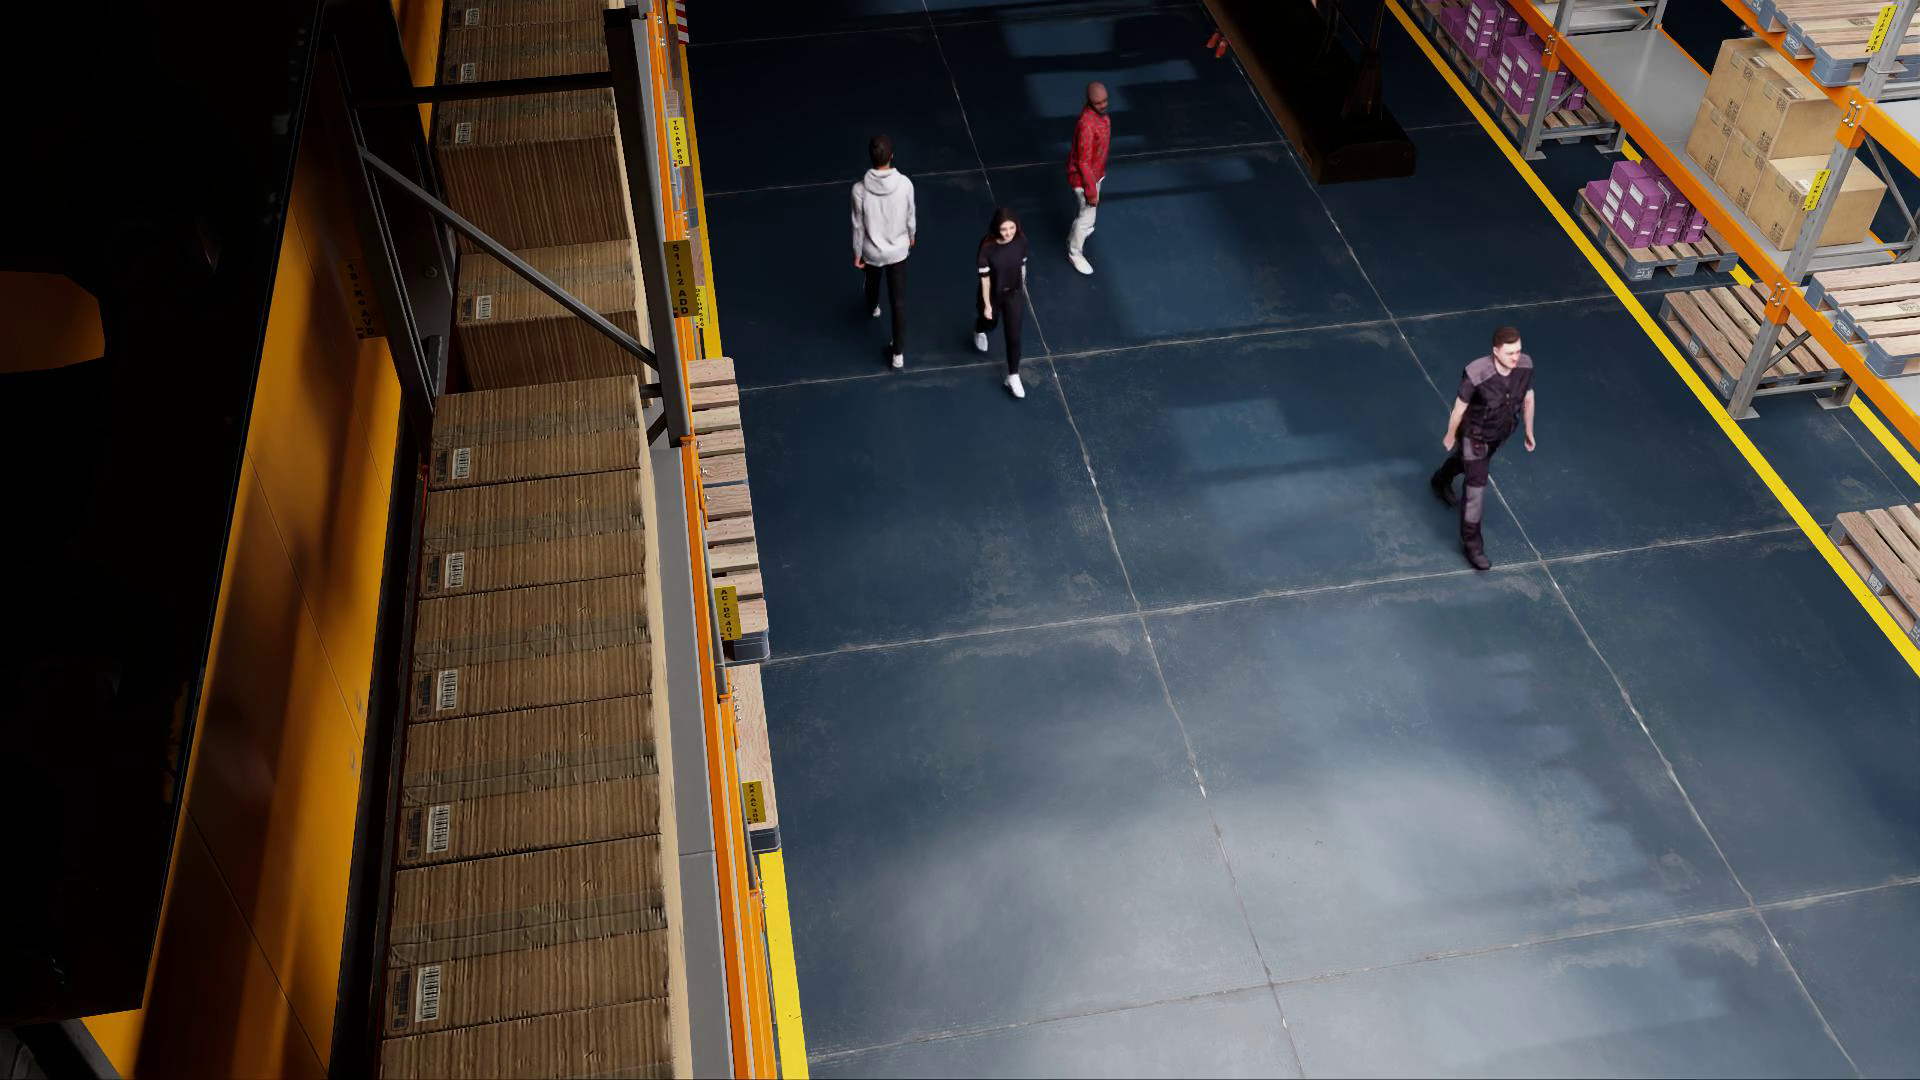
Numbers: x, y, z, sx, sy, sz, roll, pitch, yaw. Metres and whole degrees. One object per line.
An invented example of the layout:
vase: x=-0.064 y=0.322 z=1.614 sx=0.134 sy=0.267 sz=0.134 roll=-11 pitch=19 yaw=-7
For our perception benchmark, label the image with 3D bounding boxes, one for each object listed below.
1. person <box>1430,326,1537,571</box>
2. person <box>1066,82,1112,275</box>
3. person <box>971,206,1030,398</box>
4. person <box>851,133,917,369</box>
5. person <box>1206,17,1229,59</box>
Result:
person: x=3.652 y=-0.796 z=11.745 sx=0.925 sy=1.802 sz=1.292 roll=-16 pitch=46 yaw=-16
person: x=1.057 y=-3.160 z=14.231 sx=1.024 sy=1.795 sz=0.804 roll=3 pitch=44 yaw=3
person: x=0.275 y=-1.959 z=13.109 sx=0.732 sy=1.604 sz=1.138 roll=-15 pitch=46 yaw=-15
person: x=-0.568 y=-2.243 z=13.220 sx=0.676 sy=1.862 sz=1.209 roll=-7 pitch=44 yaw=-7
person: x=2.778 y=-5.928 z=17.136 sx=0.863 sy=1.796 sz=0.922 roll=27 pitch=50 yaw=26
